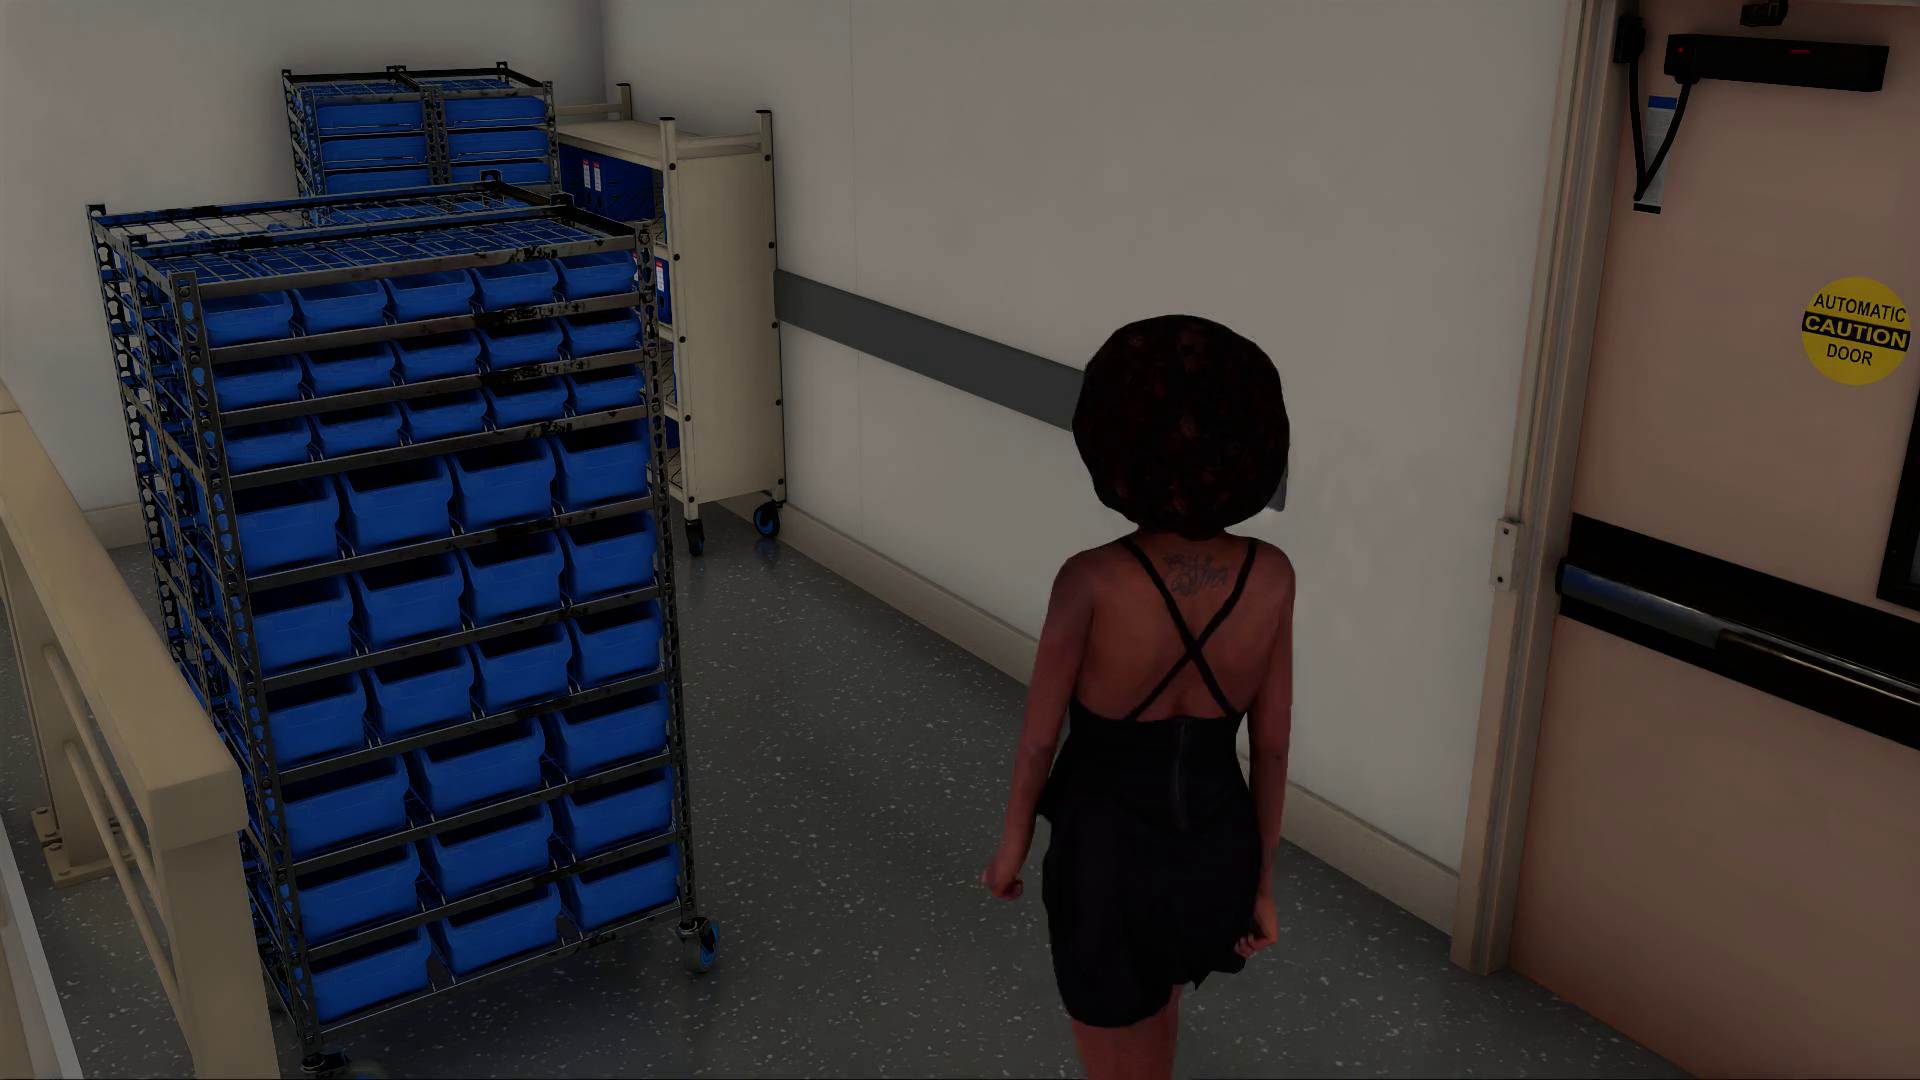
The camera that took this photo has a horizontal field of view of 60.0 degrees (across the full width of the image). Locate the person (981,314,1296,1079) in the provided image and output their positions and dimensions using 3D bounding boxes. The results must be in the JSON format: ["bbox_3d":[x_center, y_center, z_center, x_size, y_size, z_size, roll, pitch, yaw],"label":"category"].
[{"bbox_3d":[0.309,0.593,2.466,0.757,1.745,1.128,-7,22,-17],"label":"person"}]
